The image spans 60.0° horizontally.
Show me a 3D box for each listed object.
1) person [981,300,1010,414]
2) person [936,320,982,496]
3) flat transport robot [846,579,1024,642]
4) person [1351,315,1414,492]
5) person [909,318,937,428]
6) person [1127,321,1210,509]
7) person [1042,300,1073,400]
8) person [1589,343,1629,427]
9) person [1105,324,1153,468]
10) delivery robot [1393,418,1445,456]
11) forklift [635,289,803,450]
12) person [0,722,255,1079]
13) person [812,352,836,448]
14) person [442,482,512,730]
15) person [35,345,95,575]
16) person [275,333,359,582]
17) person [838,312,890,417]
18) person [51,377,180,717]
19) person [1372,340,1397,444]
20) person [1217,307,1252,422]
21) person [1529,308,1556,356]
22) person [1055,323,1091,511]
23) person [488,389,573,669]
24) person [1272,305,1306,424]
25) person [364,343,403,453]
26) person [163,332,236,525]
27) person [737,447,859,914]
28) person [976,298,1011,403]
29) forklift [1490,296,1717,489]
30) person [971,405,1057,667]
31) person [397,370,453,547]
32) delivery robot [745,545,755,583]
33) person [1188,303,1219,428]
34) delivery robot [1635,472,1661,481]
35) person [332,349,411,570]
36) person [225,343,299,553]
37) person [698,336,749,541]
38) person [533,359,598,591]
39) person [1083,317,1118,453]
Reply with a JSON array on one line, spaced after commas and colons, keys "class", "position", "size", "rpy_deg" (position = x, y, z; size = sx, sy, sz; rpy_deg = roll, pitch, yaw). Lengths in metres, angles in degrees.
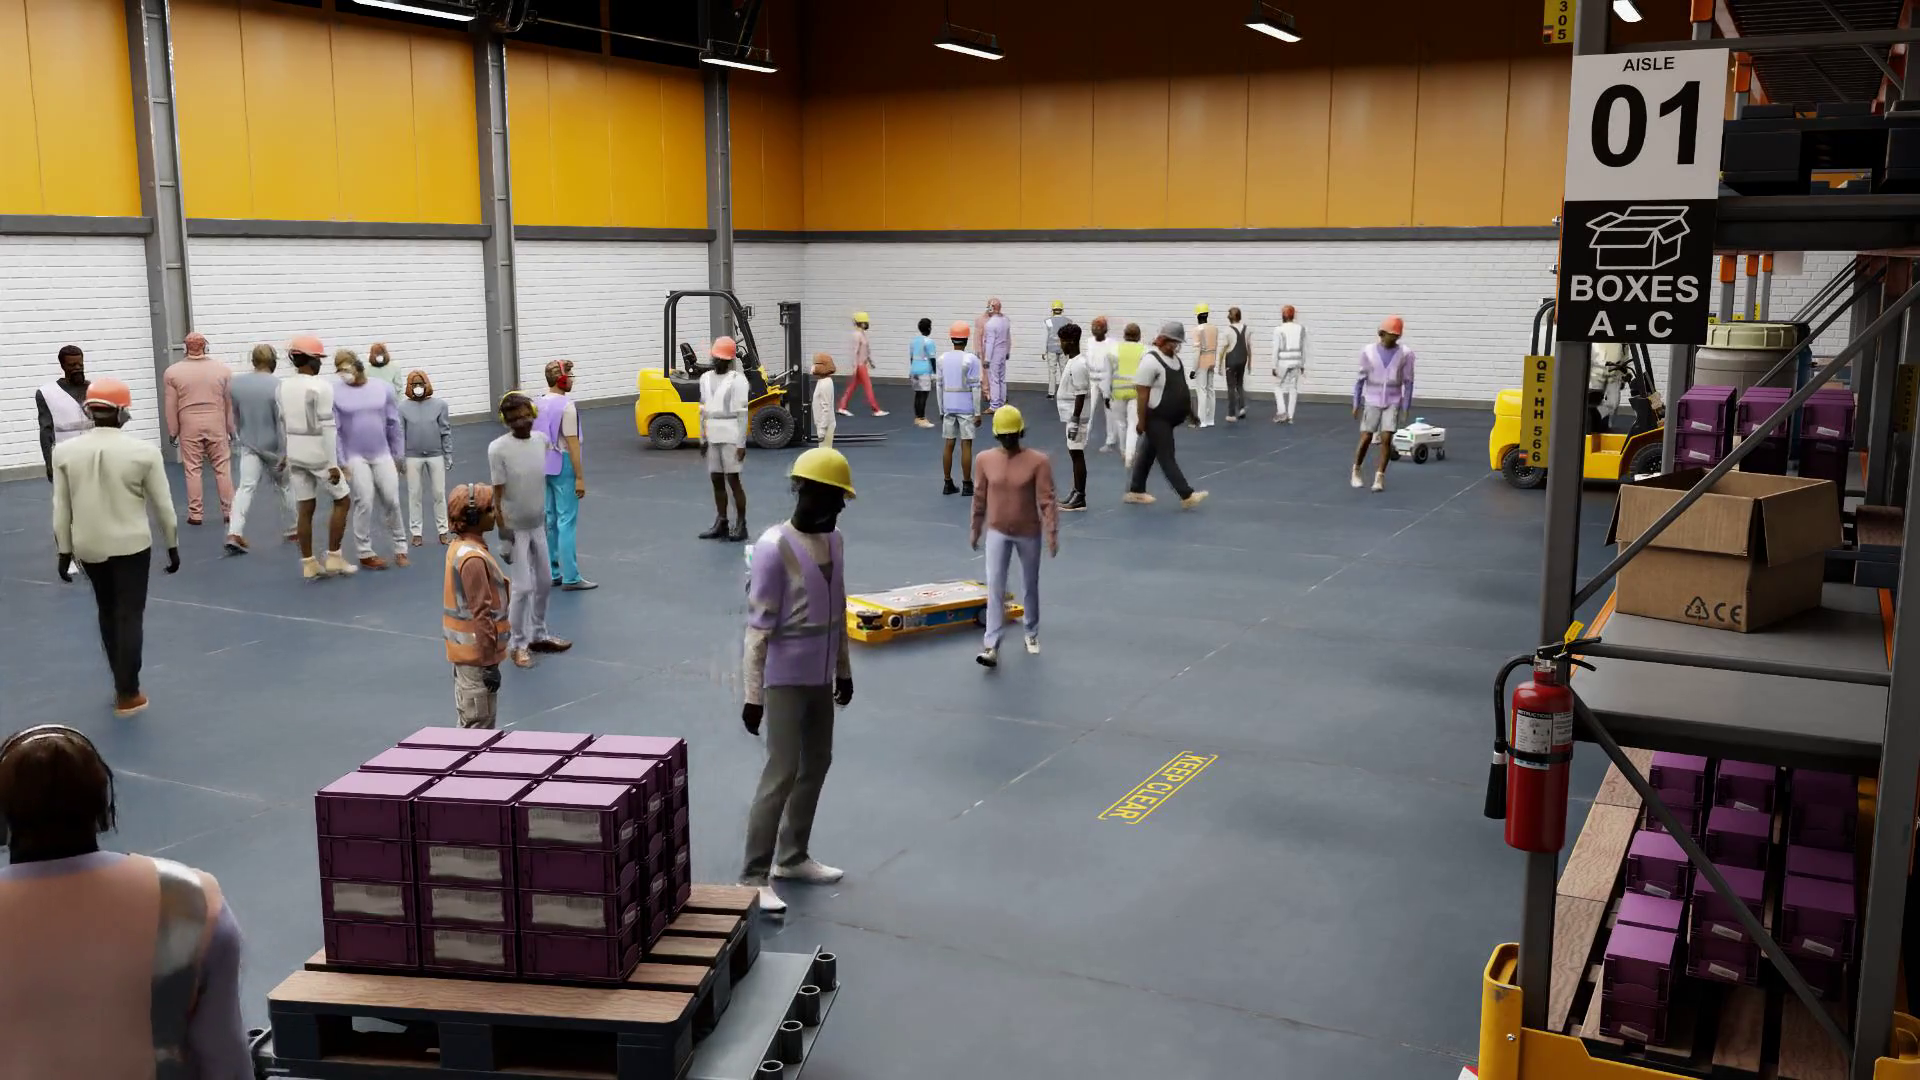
[{"class": "person", "position": [0.563, -3.047, 27.754], "size": [0.406, 1.911, 0.639], "rpy_deg": [5, 11, 28]}, {"class": "person", "position": [0.003, -1.456, 18.443], "size": [0.551, 1.942, 0.340], "rpy_deg": [6, 12, 32]}, {"class": "flat transport robot", "position": [-0.263, 0.492, 11.997], "size": [1.431, 0.197, 0.652], "rpy_deg": [-7, 12, -36]}, {"class": "person", "position": [4.783, -1.543, 18.809], "size": [0.659, 1.995, 0.619], "rpy_deg": [2, 10, 9]}, {"class": "person", "position": [-0.540, -2.579, 25.700], "size": [0.464, 1.687, 0.594], "rpy_deg": [-8, 13, -40]}, {"class": "person", "position": [2.207, -1.348, 17.532], "size": [1.060, 2.000, 0.695], "rpy_deg": [6, 11, 31]}, {"class": "person", "position": [1.776, -3.478, 30.465], "size": [0.591, 1.834, 0.404], "rpy_deg": [-2, 10, -11]}, {"class": "person", "position": [9.286, -2.334, 23.908], "size": [0.600, 1.818, 0.426], "rpy_deg": [3, 10, 15]}, {"class": "person", "position": [2.190, -1.842, 21.106], "size": [0.657, 1.788, 0.960], "rpy_deg": [3, 10, 14]}, {"class": "delivery robot", "position": [5.925, -1.330, 21.454], "size": [0.707, 0.478, 0.477], "rpy_deg": [-7, 12, -36]}, {"class": "forklift", "position": [-3.358, -2.392, 23.136], "size": [2.313, 2.155, 1.214], "rpy_deg": [-1, 10, -5]}, {"class": "person", "position": [-1.776, 1.229, 3.304], "size": [0.637, 1.792, 0.969], "rpy_deg": [-7, 12, -35]}, {"class": "person", "position": [-1.460, -1.186, 17.764], "size": [0.285, 1.636, 0.499], "rpy_deg": [-1, 10, -7]}, {"class": "person", "position": [-2.231, 0.550, 7.709], "size": [0.307, 1.641, 0.514], "rpy_deg": [-4, 11, -24]}, {"class": "person", "position": [-7.450, -0.672, 14.045], "size": [0.397, 1.896, 0.587], "rpy_deg": [7, 12, 36]}, {"class": "person", "position": [-5.254, -0.678, 13.671], "size": [0.648, 2.029, 0.571], "rpy_deg": [5, 11, 26]}, {"class": "person", "position": [-1.612, -2.869, 27.268], "size": [0.900, 1.720, 0.535], "rpy_deg": [1, 10, 8]}, {"class": "person", "position": [-4.954, 0.012, 9.880], "size": [0.644, 1.958, 0.864], "rpy_deg": [-1, 10, -6]}, {"class": "person", "position": [5.950, -2.124, 23.203], "size": [0.310, 1.633, 0.530], "rpy_deg": [-3, 10, -16]}, {"class": "person", "position": [4.374, -2.793, 26.487], "size": [0.550, 1.835, 0.388], "rpy_deg": [-3, 10, -19]}, {"class": "person", "position": [8.322, -2.310, 23.416], "size": [0.627, 1.934, 0.370], "rpy_deg": [6, 12, 32]}, {"class": "person", "position": [1.184, -1.282, 17.386], "size": [0.380, 1.959, 0.603], "rpy_deg": [0, 10, 1]}, {"class": "person", "position": [-2.813, -0.077, 10.792], "size": [0.460, 1.829, 0.615], "rpy_deg": [6, 11, 30]}, {"class": "person", "position": [5.181, -2.759, 26.221], "size": [0.632, 1.872, 0.443], "rpy_deg": [-2, 10, -13]}, {"class": "person", "position": [-7.141, -1.646, 20.528], "size": [0.492, 1.601, 0.801], "rpy_deg": [-5, 11, -28]}, {"class": "person", "position": [-7.517, -1.102, 16.498], "size": [0.642, 1.909, 0.399], "rpy_deg": [-5, 11, -27]}, {"class": "person", "position": [-0.671, 0.562, 6.926], "size": [0.398, 1.889, 0.731], "rpy_deg": [5, 11, 28]}, {"class": "person", "position": [0.616, -3.385, 29.831], "size": [0.660, 1.869, 0.926], "rpy_deg": [-1, 10, -7]}, {"class": "forklift", "position": [7.296, -1.677, 18.993], "size": [2.313, 2.155, 1.214], "rpy_deg": [5, 11, 27]}, {"class": "person", "position": [0.347, -0.032, 10.880], "size": [0.591, 1.704, 0.927], "rpy_deg": [2, 10, 10]}, {"class": "person", "position": [-4.928, -0.751, 15.283], "size": [0.503, 1.626, 0.283], "rpy_deg": [-4, 10, -21]}, {"class": "delivery robot", "position": [-1.306, 0.153, 12.873], "size": [0.707, 0.478, 0.477], "rpy_deg": [-2, 10, -11]}, {"class": "person", "position": [3.736, -2.683, 25.607], "size": [0.383, 1.922, 0.587], "rpy_deg": [9, 14, 43]}, {"class": "delivery robot", "position": [7.225, -0.541, 16.864], "size": [0.707, 0.478, 0.477], "rpy_deg": [4, 10, 19]}, {"class": "person", "position": [-5.026, -0.675, 14.082], "size": [0.660, 1.895, 0.414], "rpy_deg": [-6, 12, -32]}, {"class": "person", "position": [-6.336, -0.836, 15.048], "size": [0.630, 1.895, 1.027], "rpy_deg": [1, 10, 7]}, {"class": "person", "position": [-2.211, -0.938, 15.538], "size": [0.582, 1.915, 0.361], "rpy_deg": [7, 12, 37]}, {"class": "person", "position": [-3.198, -0.514, 13.261], "size": [0.564, 1.848, 0.388], "rpy_deg": [9, 14, 44]}, {"class": "person", "position": [1.835, -2.045, 22.156], "size": [0.601, 1.830, 0.997], "rpy_deg": [7, 12, 35]}]
